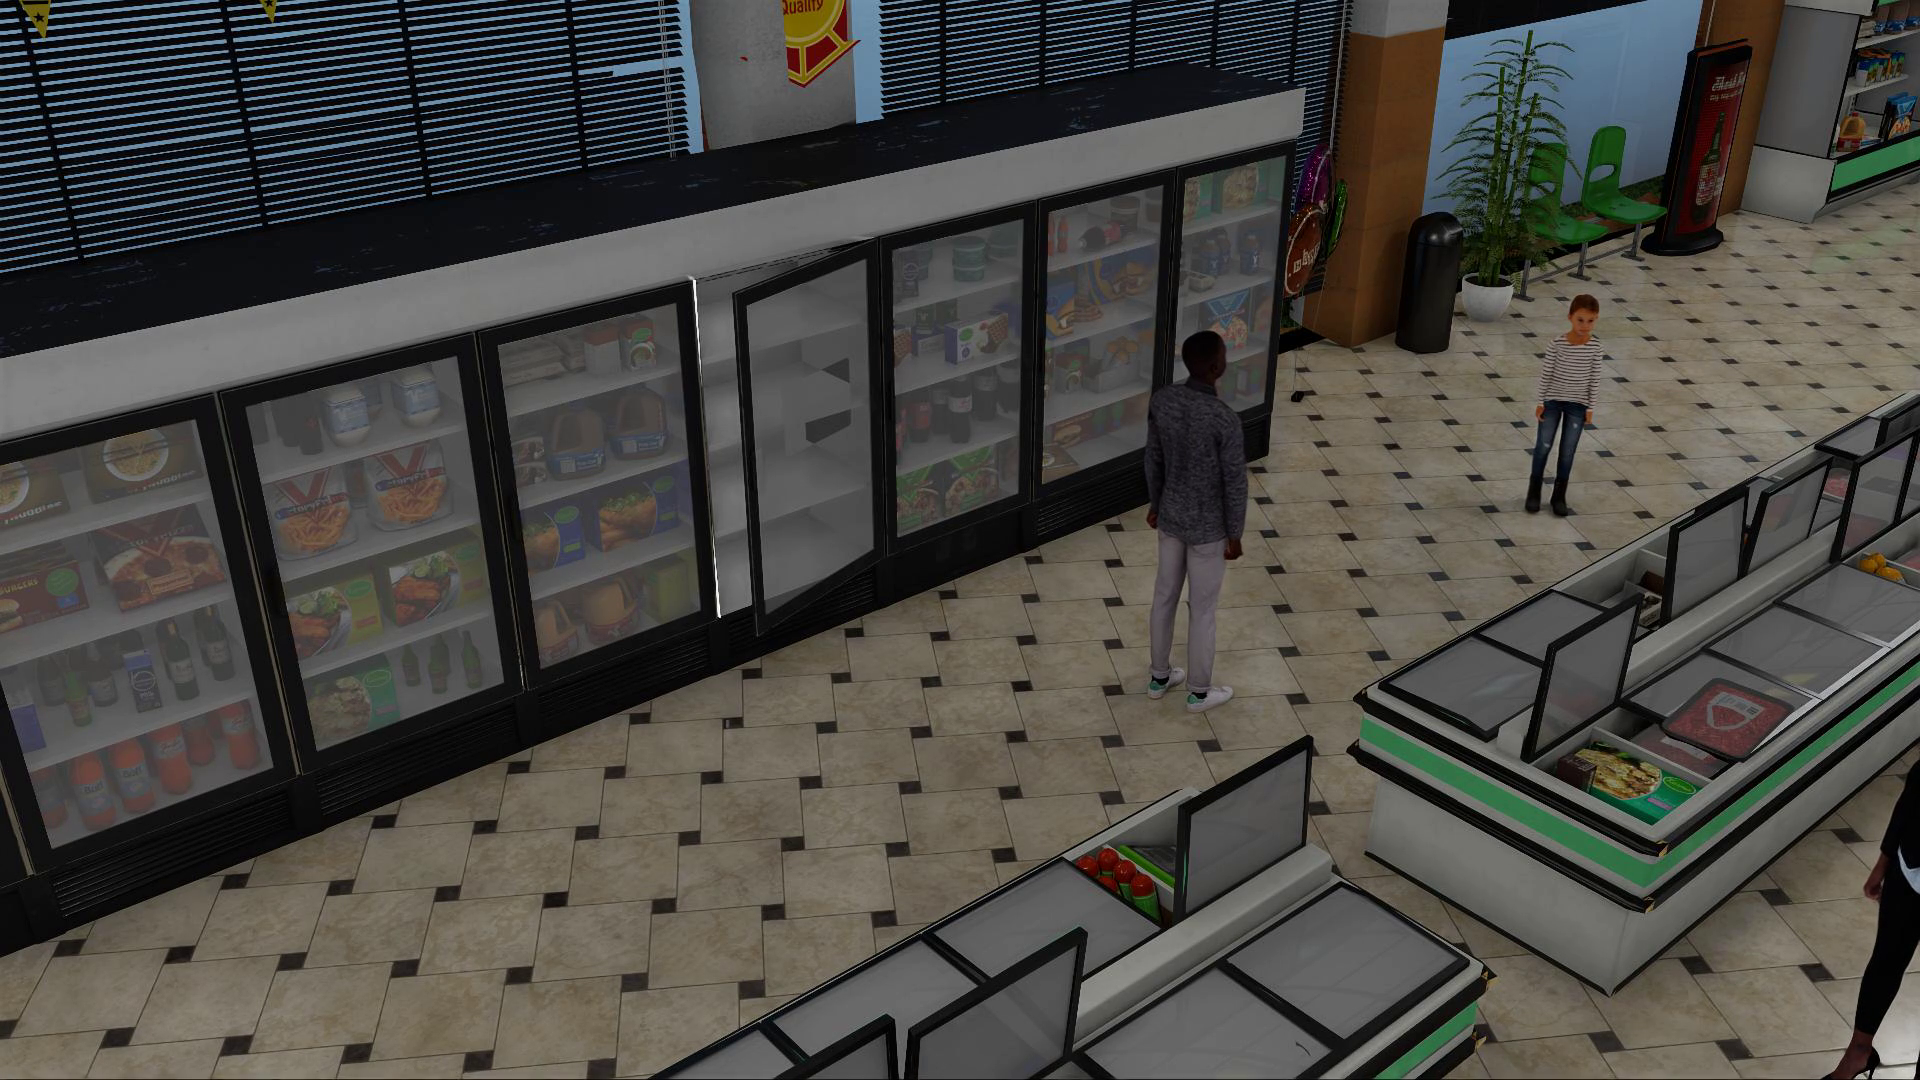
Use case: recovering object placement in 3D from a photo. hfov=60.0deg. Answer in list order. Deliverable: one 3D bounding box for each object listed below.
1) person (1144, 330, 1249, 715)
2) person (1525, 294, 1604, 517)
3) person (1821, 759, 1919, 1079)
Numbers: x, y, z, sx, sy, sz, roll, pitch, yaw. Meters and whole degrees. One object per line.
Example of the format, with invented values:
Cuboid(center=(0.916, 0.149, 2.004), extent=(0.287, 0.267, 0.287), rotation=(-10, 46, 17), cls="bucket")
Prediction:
Cuboid(center=(1.051, -0.076, 7.586), extent=(0.694, 1.838, 0.561), rotation=(24, 35, 39), cls="person")
Cuboid(center=(3.477, -0.782, 9.556), extent=(0.562, 1.313, 0.615), rotation=(6, 27, 12), cls="person")
Cuboid(center=(3.095, 1.121, 5.229), extent=(0.614, 1.834, 0.648), rotation=(-11, 29, -20), cls="person")
